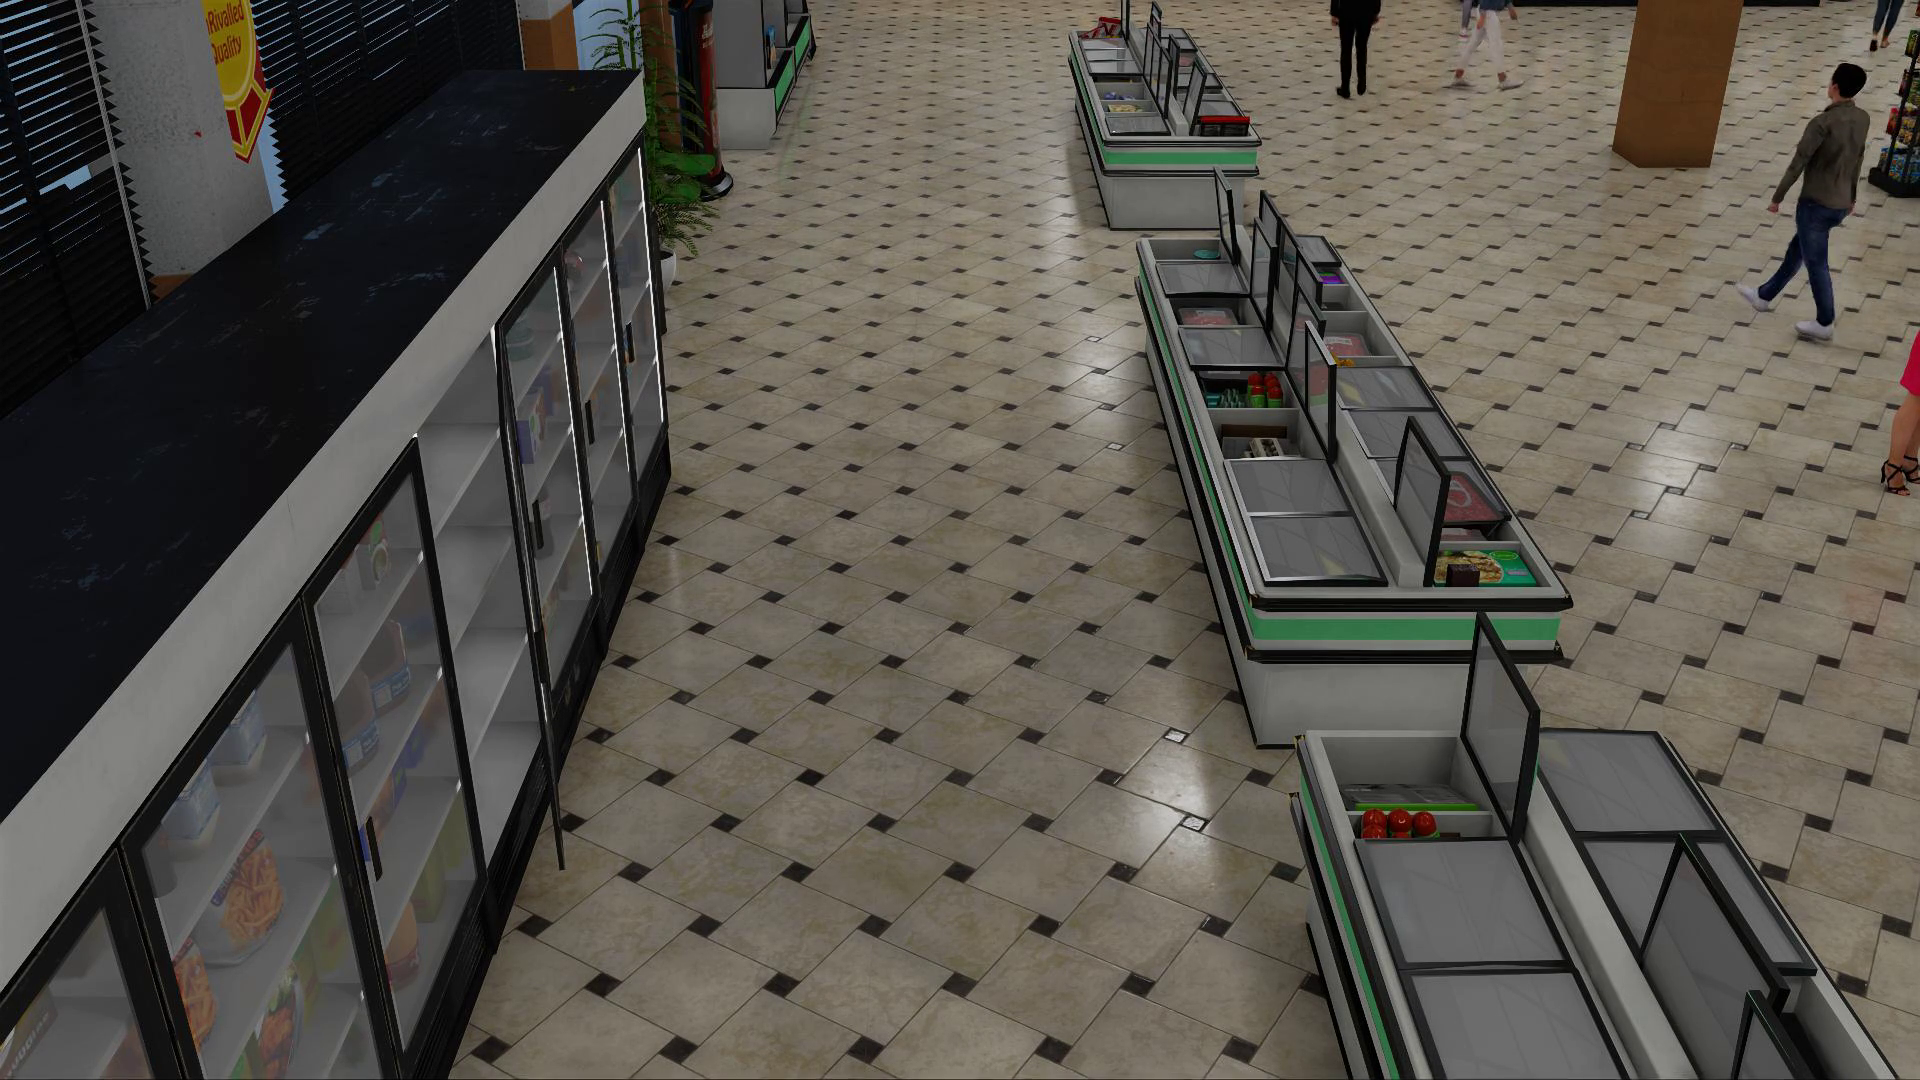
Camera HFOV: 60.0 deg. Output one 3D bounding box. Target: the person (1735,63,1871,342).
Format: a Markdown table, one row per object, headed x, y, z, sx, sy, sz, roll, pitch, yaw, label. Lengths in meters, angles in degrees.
| x | y | z | sx | sy | sz | roll | pitch | yaw | label |
| --- | --- | --- | --- | --- | --- | --- | --- | --- | --- |
| 5.923 | -2.244 | 11.316 | 1.043 | 1.813 | 1.260 | -12 | 29 | -23 | person |

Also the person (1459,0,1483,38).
| x | y | z | sx | sy | sz | roll | pitch | yaw | label |
| --- | --- | --- | --- | --- | --- | --- | --- | --- | --- |
| 6.792 | -7.419 | 21.745 | 0.623 | 1.610 | 0.623 | 7 | 28 | 14 | person |

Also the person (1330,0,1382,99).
| x | y | z | sx | sy | sz | roll | pitch | yaw | label |
| --- | --- | --- | --- | --- | --- | --- | --- | --- | --- |
| 4.364 | -5.774 | 18.202 | 0.726 | 1.881 | 0.846 | -1 | 27 | -2 | person |

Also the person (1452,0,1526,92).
| x | y | z | sx | sy | sz | roll | pitch | yaw | label |
| --- | --- | --- | --- | --- | --- | --- | --- | --- | --- |
| 5.835 | -5.889 | 18.679 | 0.898 | 1.654 | 1.043 | 9 | 28 | 17 | person |
